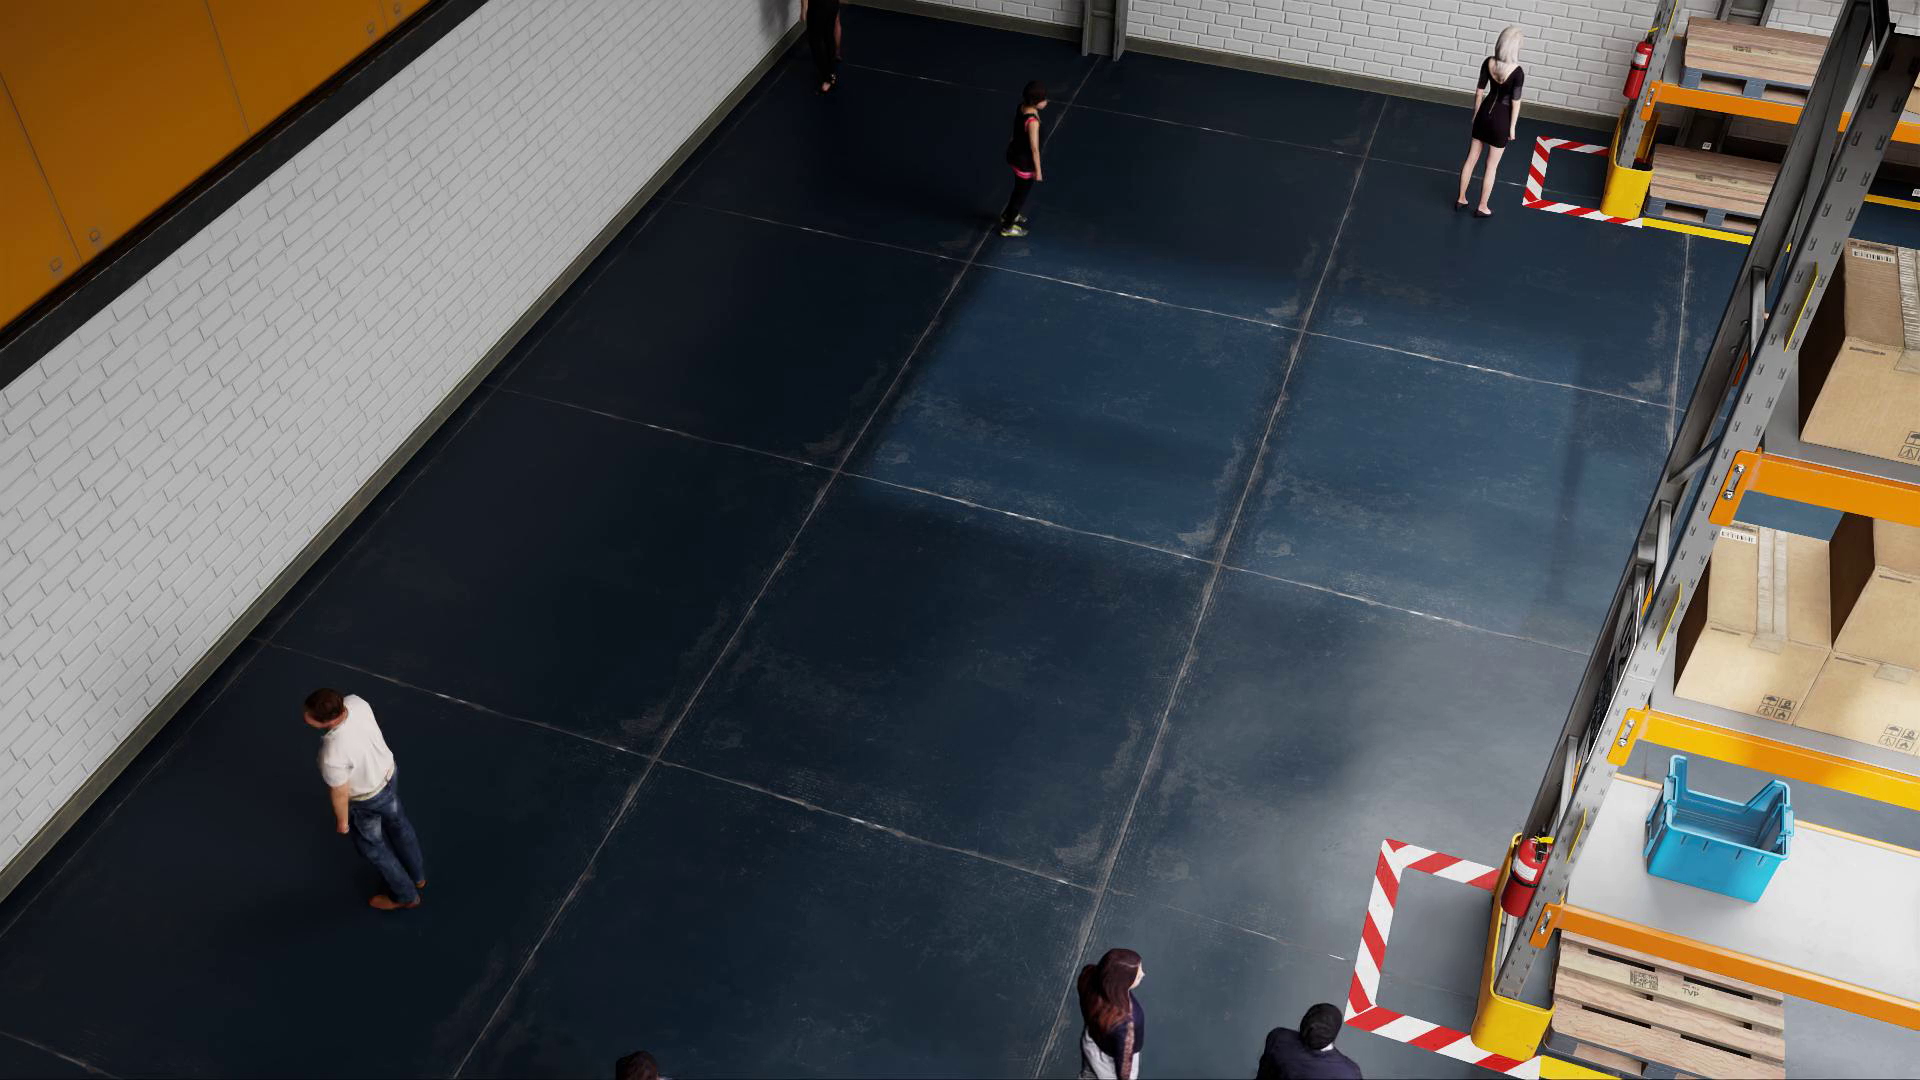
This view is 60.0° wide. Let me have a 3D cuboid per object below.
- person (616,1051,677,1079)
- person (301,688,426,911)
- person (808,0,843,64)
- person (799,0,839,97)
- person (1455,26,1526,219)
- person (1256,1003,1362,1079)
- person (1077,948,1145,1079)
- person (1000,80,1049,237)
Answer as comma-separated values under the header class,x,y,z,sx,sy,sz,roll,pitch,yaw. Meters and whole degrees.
class,x,y,z,sx,sy,sz,roll,pitch,yaw
person,-1.494,2.863,8.082,0.810,1.551,0.852,-12,45,-12
person,-3.337,1.413,9.397,0.584,1.837,0.698,20,47,20
person,-1.394,-5.634,16.889,0.543,1.706,0.702,1,44,1
person,-1.341,-5.302,16.546,0.712,1.699,0.668,-27,50,-25
person,4.731,-3.705,14.775,0.708,1.830,0.577,-34,53,-30
person,1.608,2.804,8.029,0.936,1.711,0.813,22,48,22
person,0.762,2.560,8.359,0.733,1.608,0.673,-18,46,-18
person,0.509,-3.346,14.619,0.741,1.525,0.704,-17,46,-17
